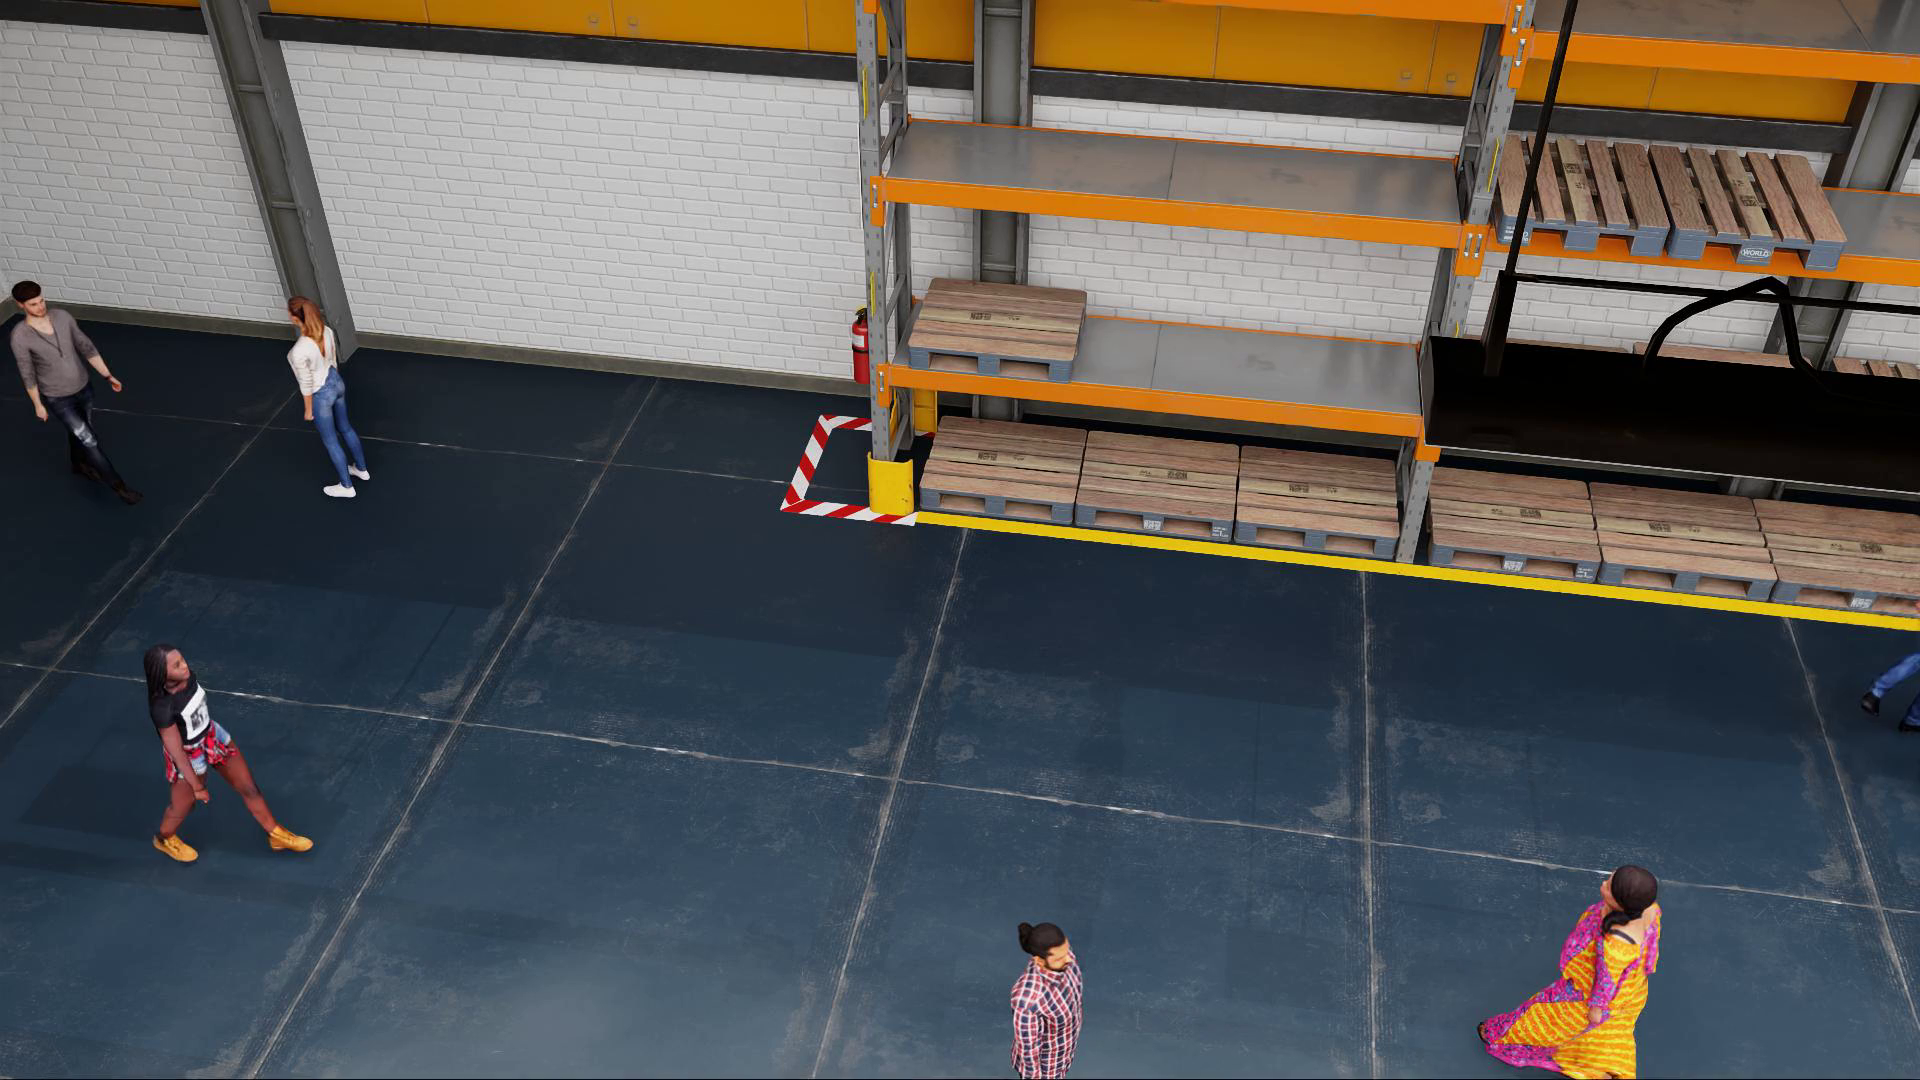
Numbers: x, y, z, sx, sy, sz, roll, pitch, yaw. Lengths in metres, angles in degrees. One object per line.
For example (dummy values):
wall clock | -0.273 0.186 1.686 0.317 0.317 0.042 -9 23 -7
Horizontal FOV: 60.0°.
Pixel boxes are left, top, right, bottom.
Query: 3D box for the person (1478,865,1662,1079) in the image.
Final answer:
person | 3.338 2.250 8.534 1.161 1.658 0.969 26 45 29

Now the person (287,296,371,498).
person | -4.837 -1.103 12.682 0.550 1.720 0.620 9 40 12

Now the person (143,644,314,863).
person | -4.536 1.298 9.705 1.197 1.684 0.711 2 39 2

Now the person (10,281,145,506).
person | -6.832 -1.151 12.629 1.260 1.861 0.943 17 42 20

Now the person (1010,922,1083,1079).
person | 0.421 2.483 8.160 0.673 1.761 0.734 14 41 17
